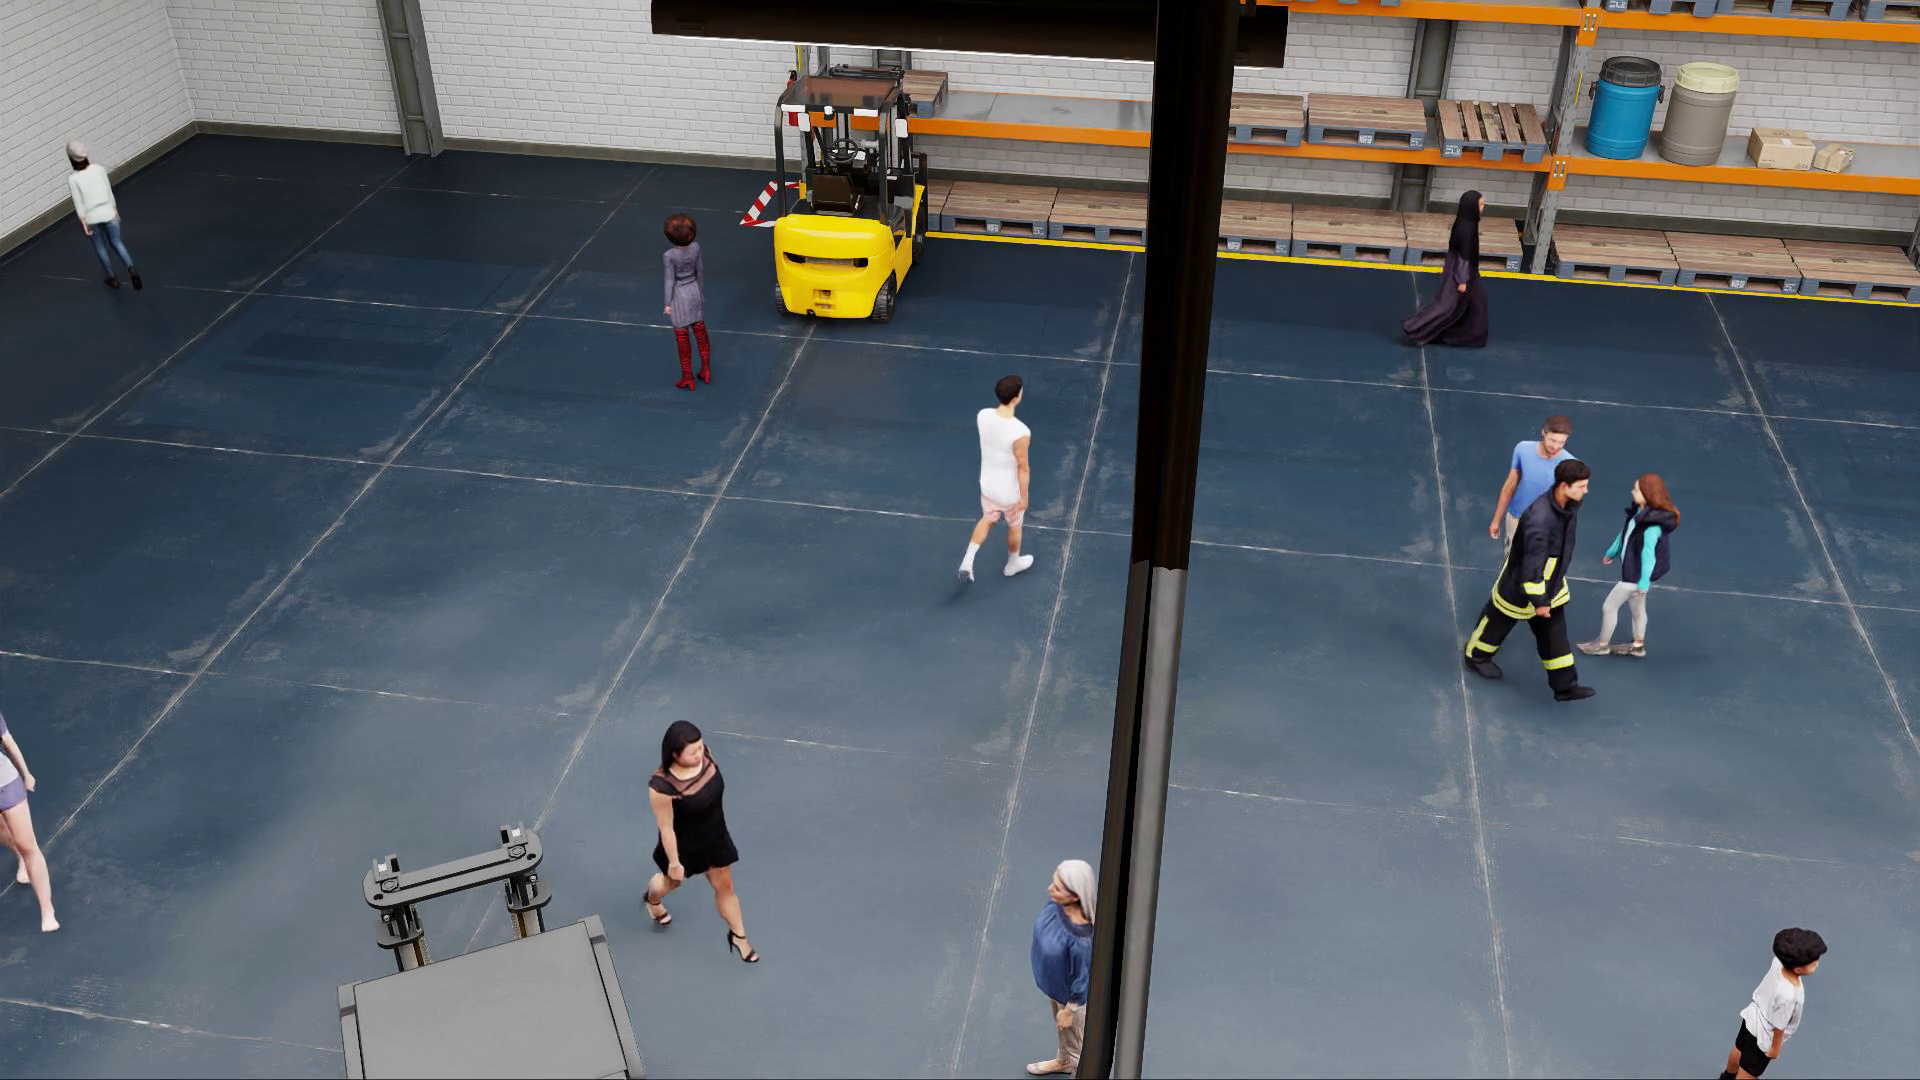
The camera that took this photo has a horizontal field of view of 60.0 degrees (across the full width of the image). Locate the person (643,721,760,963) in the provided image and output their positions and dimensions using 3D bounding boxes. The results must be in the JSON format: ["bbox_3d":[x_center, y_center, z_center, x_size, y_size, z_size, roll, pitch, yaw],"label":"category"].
[{"bbox_3d":[-1.597,1.687,9.443,1.158,1.673,0.930,19,38,26],"label":"person"}]

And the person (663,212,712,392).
[{"bbox_3d":[-2.506,-2.191,15.242,0.668,1.712,0.698,-29,43,-36],"label":"person"}]

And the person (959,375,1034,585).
[{"bbox_3d":[0.265,-0.411,12.511,1.027,1.771,0.994,26,41,33],"label":"person"}]

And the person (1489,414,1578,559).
[{"bbox_3d":[4.179,-0.170,12.093,1.128,1.833,1.210,-27,42,-34],"label":"person"}]

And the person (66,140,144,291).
[{"bbox_3d":[-8.725,-3.274,16.947,1.015,1.628,0.872,27,42,34],"label":"person"}]

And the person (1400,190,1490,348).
[{"bbox_3d":[4.706,-2.575,15.927,1.089,1.594,0.656,9,35,13],"label":"person"}]

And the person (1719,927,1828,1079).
[{"bbox_3d":[4.181,2.488,8.616,0.478,1.256,0.482,7,34,11],"label":"person"}]

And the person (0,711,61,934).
[{"bbox_3d":[-5.730,1.418,9.803,1.125,1.723,1.045,-13,36,-19],"label":"person"}]

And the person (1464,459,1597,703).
[{"bbox_3d":[3.858,0.231,11.457,1.240,1.868,1.332,-23,40,-31],"label":"person"}]

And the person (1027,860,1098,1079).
[{"bbox_3d":[0.560,2.276,8.535,0.699,1.698,0.695,-8,34,-12],"label":"person"}]

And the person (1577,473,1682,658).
[{"bbox_3d":[4.905,0.213,11.841,0.724,1.474,0.597,7,34,10],"label":"person"}]
